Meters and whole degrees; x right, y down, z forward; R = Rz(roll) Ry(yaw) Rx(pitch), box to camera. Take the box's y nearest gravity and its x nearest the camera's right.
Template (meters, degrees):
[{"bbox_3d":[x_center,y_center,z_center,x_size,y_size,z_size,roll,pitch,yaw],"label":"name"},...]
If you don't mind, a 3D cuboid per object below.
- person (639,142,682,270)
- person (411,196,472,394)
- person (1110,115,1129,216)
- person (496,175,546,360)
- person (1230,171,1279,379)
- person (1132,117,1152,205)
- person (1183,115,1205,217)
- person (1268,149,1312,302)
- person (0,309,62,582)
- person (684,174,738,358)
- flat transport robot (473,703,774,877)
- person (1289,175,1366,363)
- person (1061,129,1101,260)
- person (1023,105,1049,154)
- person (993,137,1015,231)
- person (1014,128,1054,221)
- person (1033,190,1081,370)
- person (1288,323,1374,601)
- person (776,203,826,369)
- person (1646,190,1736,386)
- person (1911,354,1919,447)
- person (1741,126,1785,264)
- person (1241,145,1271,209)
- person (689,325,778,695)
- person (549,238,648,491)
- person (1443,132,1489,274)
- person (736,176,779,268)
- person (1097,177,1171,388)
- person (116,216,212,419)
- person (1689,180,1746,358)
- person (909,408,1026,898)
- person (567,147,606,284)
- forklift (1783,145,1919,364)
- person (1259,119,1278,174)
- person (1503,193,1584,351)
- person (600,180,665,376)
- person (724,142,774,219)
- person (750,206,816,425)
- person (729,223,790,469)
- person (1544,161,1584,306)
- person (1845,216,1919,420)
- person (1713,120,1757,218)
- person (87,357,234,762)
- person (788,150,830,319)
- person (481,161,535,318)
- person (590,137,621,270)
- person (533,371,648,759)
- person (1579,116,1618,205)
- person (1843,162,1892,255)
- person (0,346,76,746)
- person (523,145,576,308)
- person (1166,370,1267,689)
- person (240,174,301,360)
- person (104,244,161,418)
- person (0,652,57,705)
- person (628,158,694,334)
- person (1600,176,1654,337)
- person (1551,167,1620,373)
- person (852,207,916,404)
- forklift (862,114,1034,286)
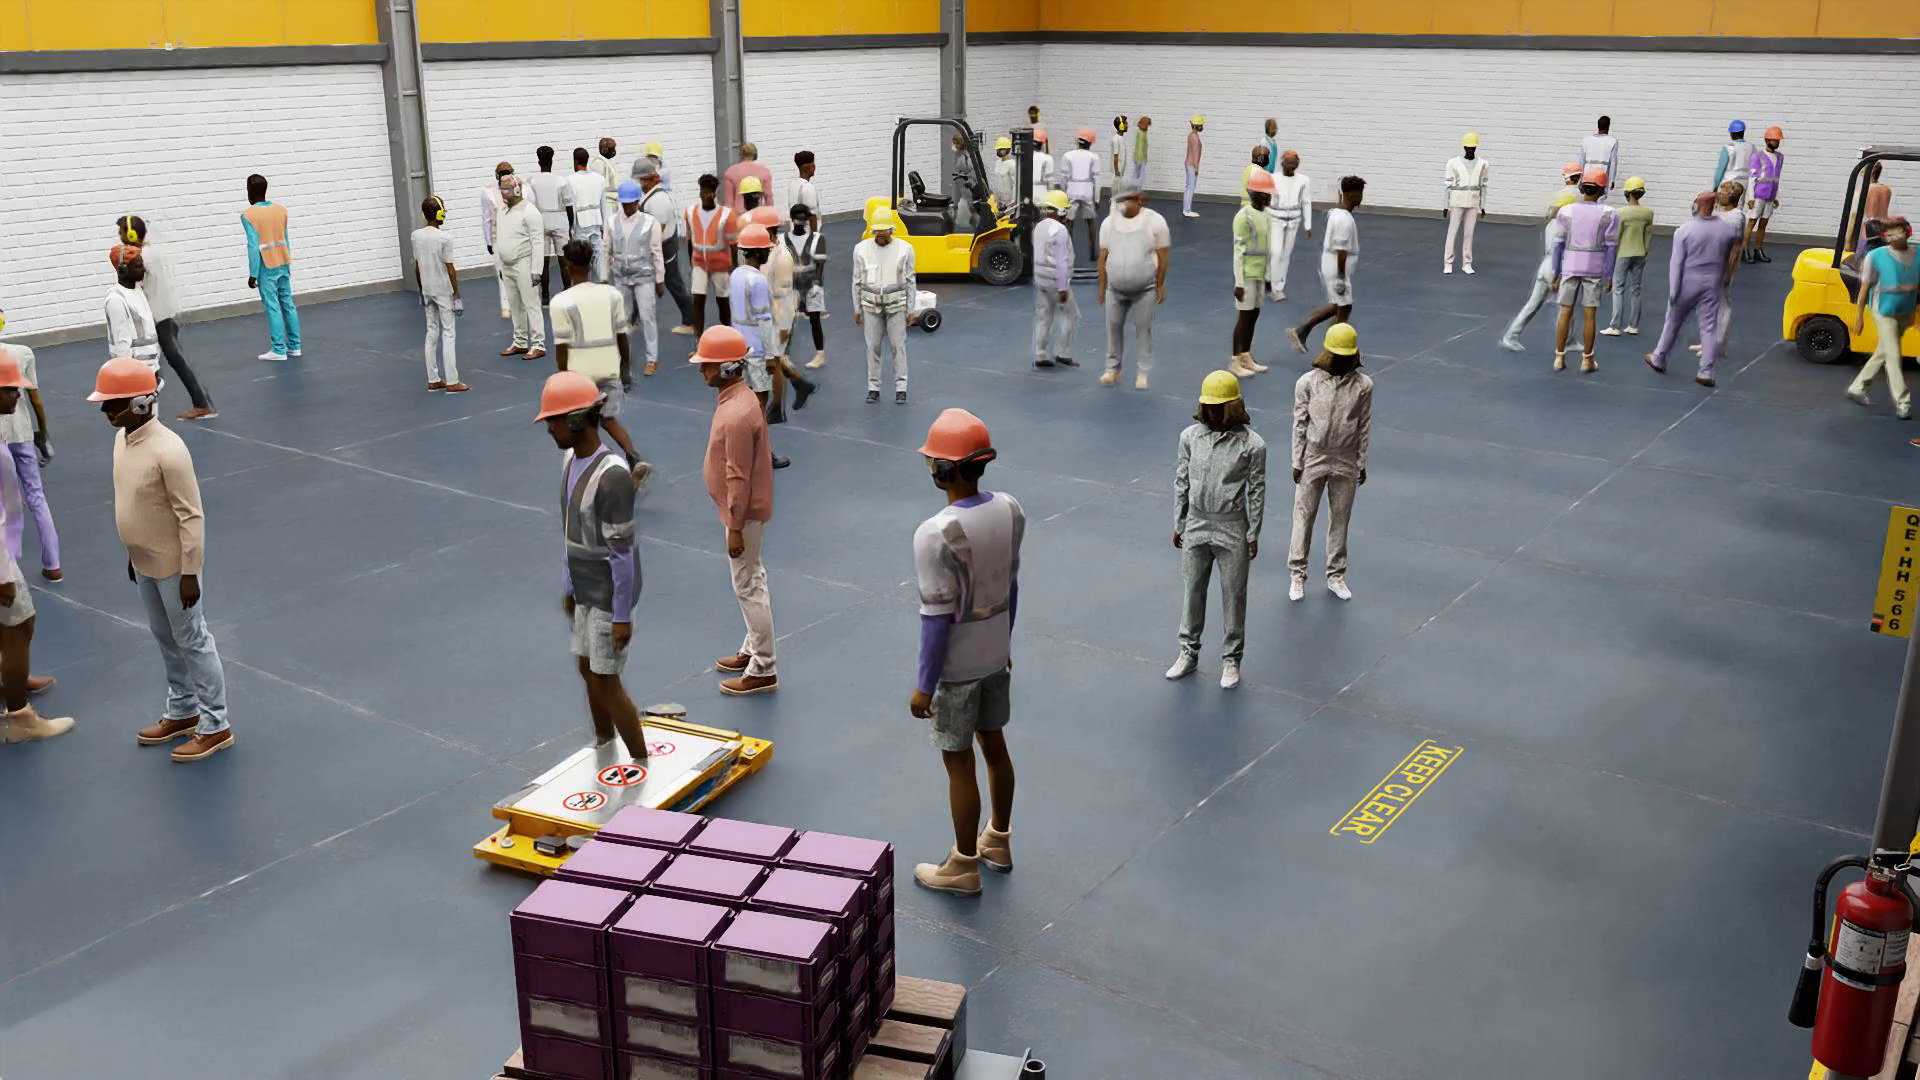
[{"bbox_3d":[-4.233,-4.572,22.958,0.589,1.807,0.839,9,20,27],"label":"person"},{"bbox_3d":[-4.951,-2.323,15.819,0.512,1.862,0.326,9,20,25],"label":"person"},{"bbox_3d":[2.629,-6.027,27.376,0.324,1.876,0.526,4,18,11],"label":"person"},{"bbox_3d":[-4.617,-2.843,17.366,0.655,1.906,0.407,14,22,37],"label":"person"},{"bbox_3d":[2.932,-2.621,16.484,0.439,2.031,0.634,14,23,37],"label":"person"},{"bbox_3d":[3.381,-7.141,31.296,0.426,1.611,0.557,2,18,5],"label":"person"},{"bbox_3d":[4.135,-6.595,29.347,0.337,1.757,0.519,-2,18,-5],"label":"person"},{"bbox_3d":[4.098,-3.910,20.761,0.601,1.860,0.755,-2,18,-5],"label":"person"},{"bbox_3d":[-5.999,-0.602,10.437,0.522,1.861,0.323,-15,23,-39],"label":"person"},{"bbox_3d":[-2.621,-2.862,17.421,0.635,1.908,0.894,4,18,11],"label":"person"},{"bbox_3d":[-1.495,1.126,7.596,0.652,0.197,1.431,8,19,23],"label":"flat transport robot"},{"bbox_3d":[3.821,-2.771,17.093,0.652,1.946,0.602,1,18,4],"label":"person"},{"bbox_3d":[1.759,-4.971,24.061,0.623,1.893,0.557,1,18,2],"label":"person"},{"bbox_3d":[1.442,-7.289,31.422,0.545,1.830,0.911,7,19,21],"label":"person"},{"bbox_3d":[0.635,-4.966,24.234,0.317,1.767,0.535,-11,21,-32],"label":"person"},{"bbox_3d":[1.054,-4.895,23.768,0.581,1.916,0.583,4,18,13],"label":"person"},{"bbox_3d":[1.007,-2.609,16.789,0.583,1.806,0.605,-8,19,-23],"label":"person"},{"bbox_3d":[2.277,-0.474,10.227,0.485,1.740,0.303,-1,18,-3],"label":"person"},{"bbox_3d":[-1.624,-2.566,16.854,0.529,1.684,0.399,-2,18,-5],"label":"person"},{"bbox_3d":[7.224,-2.499,16.378,0.639,1.856,0.994,0,18,-1],"label":"person"},{"bbox_3d":[8.221,-1.557,13.784,0.498,1.634,0.283,4,18,11],"label":"person"},{"bbox_3d":[11.575,-4.960,23.932,0.545,1.942,0.349,-7,19,-20],"label":"person"},{"bbox_3d":[3.907,-4.247,21.863,0.429,1.844,0.621,-2,18,-5],"label":"person"},{"bbox_3d":[-1.198,-0.160,8.859,0.408,1.985,0.609,-3,18,-9],"label":"person"},{"bbox_3d":[-2.675,-1.245,12.309,0.612,1.944,0.708,-16,24,-41],"label":"person"},{"bbox_3d":[6.972,-4.642,22.959,0.594,1.926,0.367,0,18,1],"label":"person"},{"bbox_3d":[-2.067,-2.785,17.181,0.503,1.908,0.602,12,21,33],"label":"person"},{"bbox_3d":[1.643,-2.492,16.052,0.711,2.000,0.543,7,19,22],"label":"person"},{"bbox_3d":[-7.188,-1.935,14.684,0.948,1.816,0.521,-5,18,-15],"label":"person"},{"bbox_3d":[7.983,-2.835,17.439,0.335,1.845,0.513,3,18,9],"label":"person"},{"bbox_3d":[0.003,0.471,6.779,0.396,2.044,0.609,13,22,35],"label":"person"},{"bbox_3d":[-4.618,-3.879,20.588,0.377,1.917,0.599,14,22,37],"label":"person"},{"bbox_3d":[9.803,-2.879,17.013,2.313,2.155,1.214,12,21,33],"label":"forklift"},{"bbox_3d":[5.094,-6.029,27.503,0.334,1.809,0.683,9,20,25],"label":"person"},{"bbox_3d":[6.292,-2.844,17.712,0.917,1.691,0.490,-2,18,-6],"label":"person"},{"bbox_3d":[-3.258,-2.606,16.578,0.624,1.939,0.419,4,18,12],"label":"person"},{"bbox_3d":[-2.775,-4.263,21.869,0.642,1.889,1.046,0,18,1],"label":"person"},{"bbox_3d":[-1.582,-1.971,14.627,0.584,1.920,0.540,-11,21,-30],"label":"person"},{"bbox_3d":[-1.611,-1.534,13.219,0.370,1.939,0.543,-11,21,-30],"label":"person"},{"bbox_3d":[7.494,-3.782,20.552,0.572,1.749,0.341,-8,19,-23],"label":"person"},{"bbox_3d":[8.395,-2.017,14.980,0.564,1.783,0.888,-4,18,-12],"label":"person"},{"bbox_3d":[11.731,-5.367,25.212,0.674,1.944,0.433,-4,18,-12],"label":"person"},{"bbox_3d":[-3.866,0.097,8.028,0.621,1.992,0.397,14,23,37],"label":"person"},{"bbox_3d":[-1.809,-3.605,19.652,0.367,1.966,0.607,-10,20,-28],"label":"person"},{"bbox_3d":[-5.307,-3.543,19.677,0.626,1.840,0.429,-4,18,-13],"label":"person"},{"bbox_3d":[-4.951,-4.720,23.371,0.431,1.831,0.655,2,18,5],"label":"person"},{"bbox_3d":[-1.653,0.238,7.553,0.408,2.028,0.618,-10,20,-29],"label":"person"},{"bbox_3d":[10.176,-5.789,26.563,0.591,1.918,0.387,15,23,38],"label":"person"},{"bbox_3d":[10.758,-3.571,19.758,0.565,1.837,0.387,-7,19,-22],"label":"person"},{"bbox_3d":[-4.750,0.054,8.133,0.622,2.016,0.663,-13,22,-34],"label":"person"},{"bbox_3d":[-4.998,-3.814,20.307,0.603,1.966,0.368,-3,18,-10],"label":"person"},{"bbox_3d":[1.370,-0.053,8.903,0.492,1.742,0.323,9,20,25],"label":"person"},{"bbox_3d":[-7.178,-2.834,17.318,0.399,1.920,0.590,6,19,19],"label":"person"},{"bbox_3d":[-6.184,-1.280,12.532,0.356,1.879,0.577,-3,18,-9],"label":"person"},{"bbox_3d":[-5.058,0.040,8.396,0.863,1.884,0.633,-14,23,-38],"label":"person"},{"bbox_3d":[-3.420,-3.282,18.522,1.035,2.000,0.691,-6,19,-19],"label":"person"},{"bbox_3d":[7.456,-3.164,18.599,0.529,1.767,0.329,-5,18,-15],"label":"person"},{"bbox_3d":[6.270,-2.710,16.730,0.611,2.042,0.394,10,20,29],"label":"person"},{"bbox_3d":[-0.703,-2.164,15.390,0.595,1.820,0.403,1,18,4],"label":"person"},{"bbox_3d":[-0.171,-4.594,22.377,2.313,2.155,1.214,1,18,3],"label":"forklift"}]
